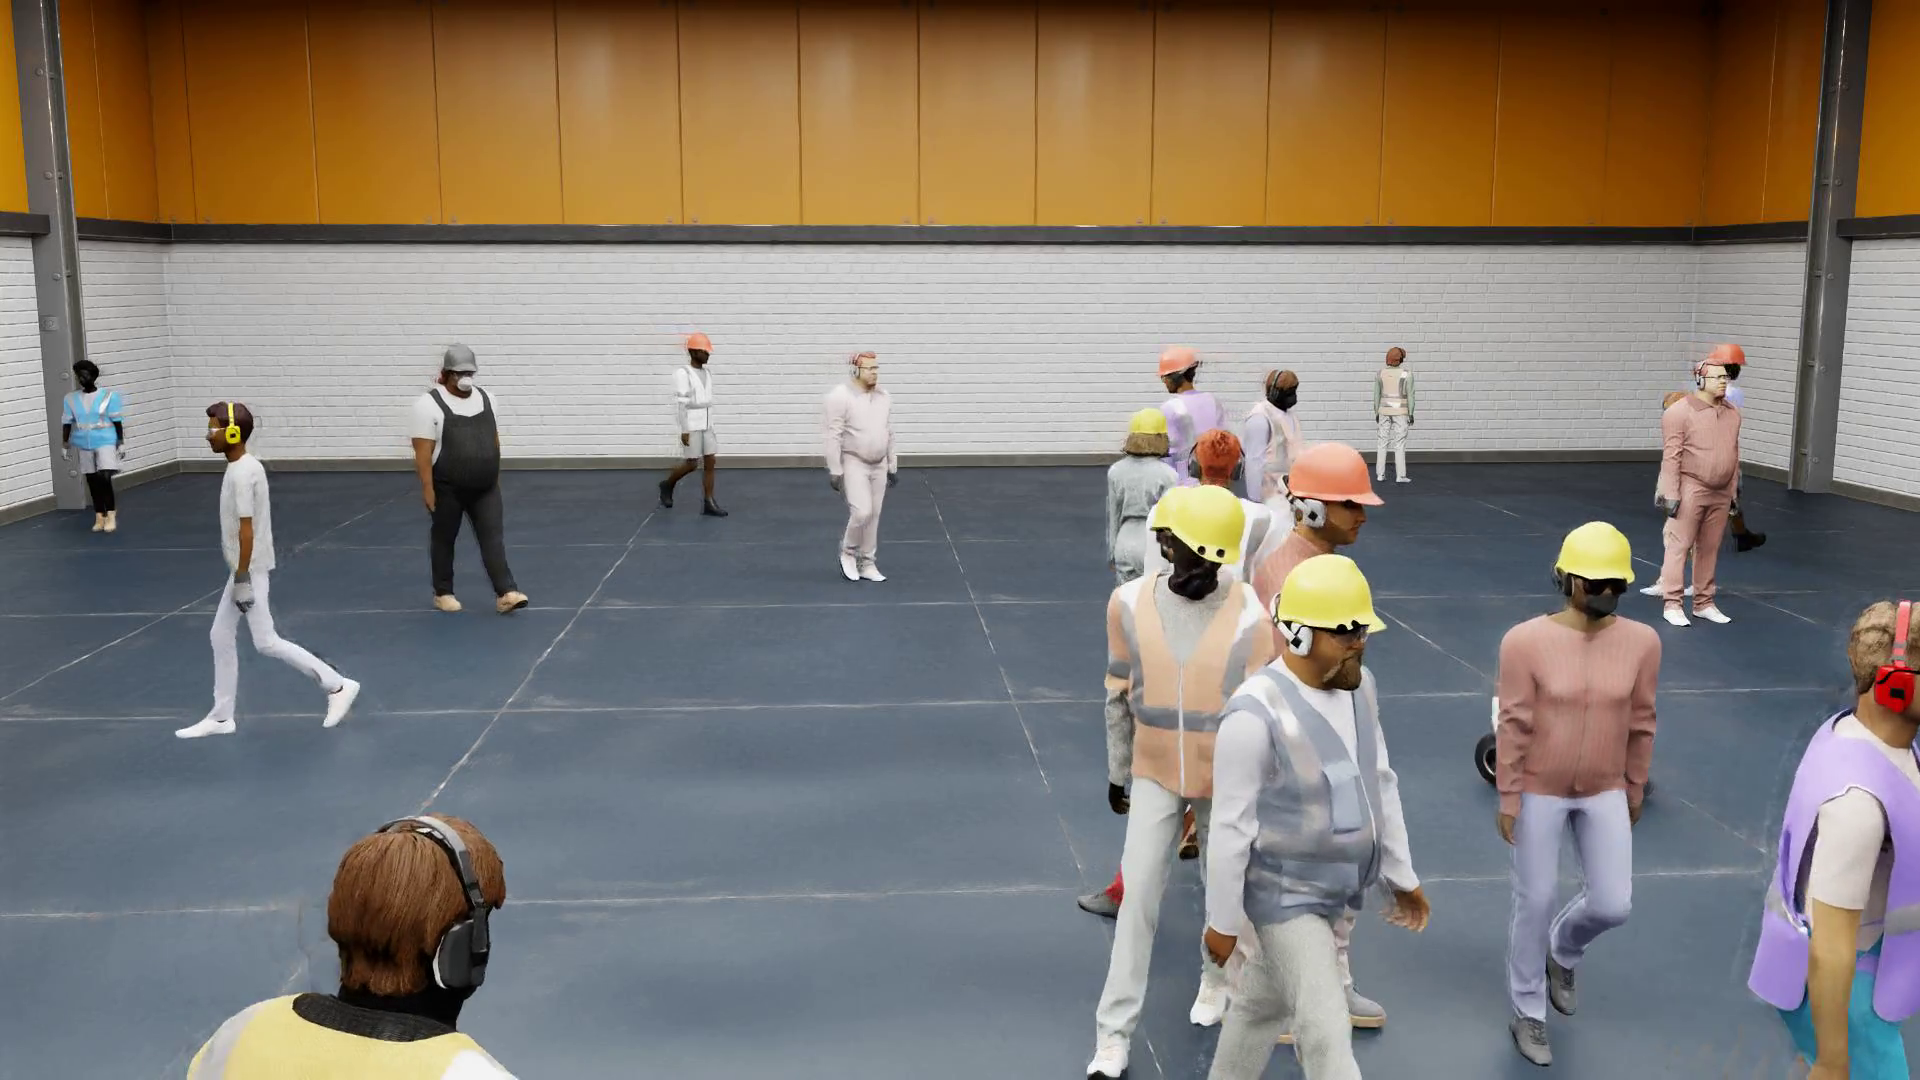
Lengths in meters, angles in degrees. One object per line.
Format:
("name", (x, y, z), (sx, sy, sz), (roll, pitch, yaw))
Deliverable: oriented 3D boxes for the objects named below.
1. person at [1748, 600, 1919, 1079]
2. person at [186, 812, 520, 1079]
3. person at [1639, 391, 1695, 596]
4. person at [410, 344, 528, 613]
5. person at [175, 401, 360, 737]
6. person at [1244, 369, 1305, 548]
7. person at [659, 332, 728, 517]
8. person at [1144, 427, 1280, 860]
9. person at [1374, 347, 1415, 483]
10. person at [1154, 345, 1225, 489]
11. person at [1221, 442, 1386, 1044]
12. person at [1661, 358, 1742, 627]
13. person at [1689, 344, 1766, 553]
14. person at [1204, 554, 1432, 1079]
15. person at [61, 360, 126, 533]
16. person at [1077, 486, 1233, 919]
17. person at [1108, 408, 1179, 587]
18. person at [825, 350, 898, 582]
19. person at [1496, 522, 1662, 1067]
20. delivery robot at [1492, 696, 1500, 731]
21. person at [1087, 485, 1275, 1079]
("person", (1.916, 1.011, 3.670), (0.672, 1.829, 0.586), (5, 10, 30))
("person", (-0.791, 1.269, 2.252), (0.608, 1.784, 1.048), (3, 10, 20))
("person", (5.562, -0.351, 12.912), (0.689, 1.595, 0.520), (0, 9, 3))
("person", (-3.601, -0.450, 12.184), (0.711, 2.000, 0.980), (-8, 12, -42))
("person", (-3.794, 0.158, 9.028), (0.886, 1.841, 0.525), (-4, 10, -23))
("person", (2.391, -0.328, 12.101), (0.621, 1.816, 0.658), (6, 11, 34))
("person", (-2.778, -1.196, 17.264), (0.723, 1.919, 0.561), (6, 11, 33))
("person", (1.059, 0.463, 6.984), (0.594, 1.869, 0.554), (-1, 9, -4))
("person", (5.226, -1.500, 20.034), (0.513, 1.641, 0.307), (7, 11, 36))
("person", (1.638, -0.375, 11.835), (0.611, 2.001, 0.593), (-8, 12, -42))
("person", (1.144, 0.677, 5.333), (0.644, 1.973, 0.641), (6, 11, 34))
("person", (5.321, -0.340, 11.901), (0.643, 1.913, 0.410), (-3, 10, -19))
("person", (6.823, -0.809, 14.929), (0.988, 1.885, 0.564), (-3, 10, -20))
("person", (0.990, 0.922, 4.380), (0.938, 1.777, 0.600), (8, 12, 40))
("person", (-8.397, -0.892, 16.068), (0.560, 1.678, 0.531), (-1, 9, -4))
("person", (0.902, 0.657, 6.256), (0.873, 1.715, 0.511), (8, 12, 42))
("person", (1.095, 0.087, 9.799), (0.489, 1.732, 0.357), (6, 11, 33))
("person", (-0.759, -0.588, 13.493), (0.669, 1.894, 0.432), (-9, 12, -43))
("person", (1.937, 0.796, 5.279), (0.518, 1.755, 0.457), (0, 9, 2))
("delivery robot", (2.952, 0.903, 8.043), (0.477, 0.478, 0.707), (-8, 12, -40))
("person", (0.720, 0.746, 5.261), (0.606, 1.855, 0.987), (3, 10, 20))
